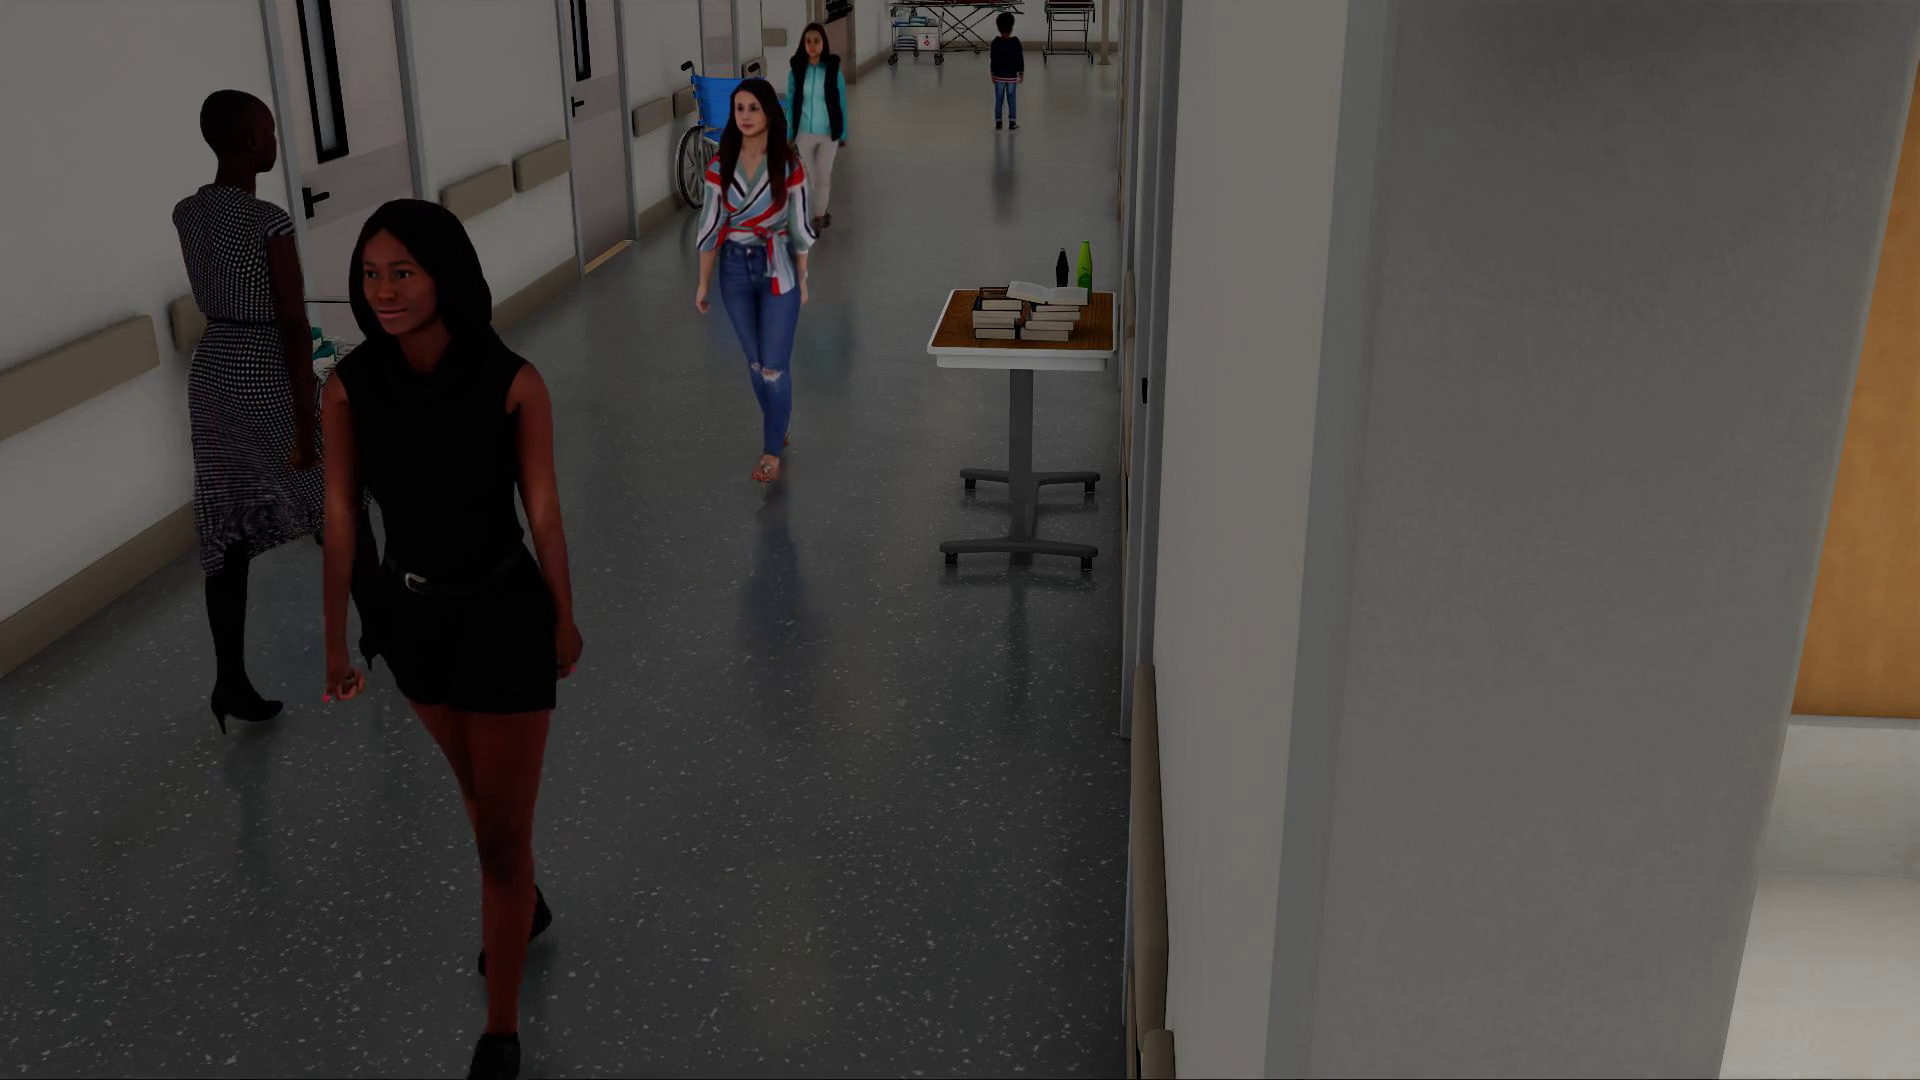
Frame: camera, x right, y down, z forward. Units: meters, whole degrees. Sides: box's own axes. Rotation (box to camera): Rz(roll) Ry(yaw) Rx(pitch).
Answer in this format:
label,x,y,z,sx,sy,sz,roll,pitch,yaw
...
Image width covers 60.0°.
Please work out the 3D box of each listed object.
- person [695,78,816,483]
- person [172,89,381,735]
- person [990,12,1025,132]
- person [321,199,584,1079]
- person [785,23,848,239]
label,x,y,z,sx,sy,sz,roll,pitch,yaw
person,-0.806,-1.084,6.906,0.676,1.586,0.929,5,21,12
person,-2.001,-0.298,4.585,0.787,1.760,1.007,7,22,19
person,0.486,-5.000,17.762,0.531,1.221,0.486,3,21,9
person,-0.972,0.181,3.400,0.602,1.704,0.983,2,21,6
person,-1.013,-2.928,11.952,0.603,1.461,0.958,3,21,8
